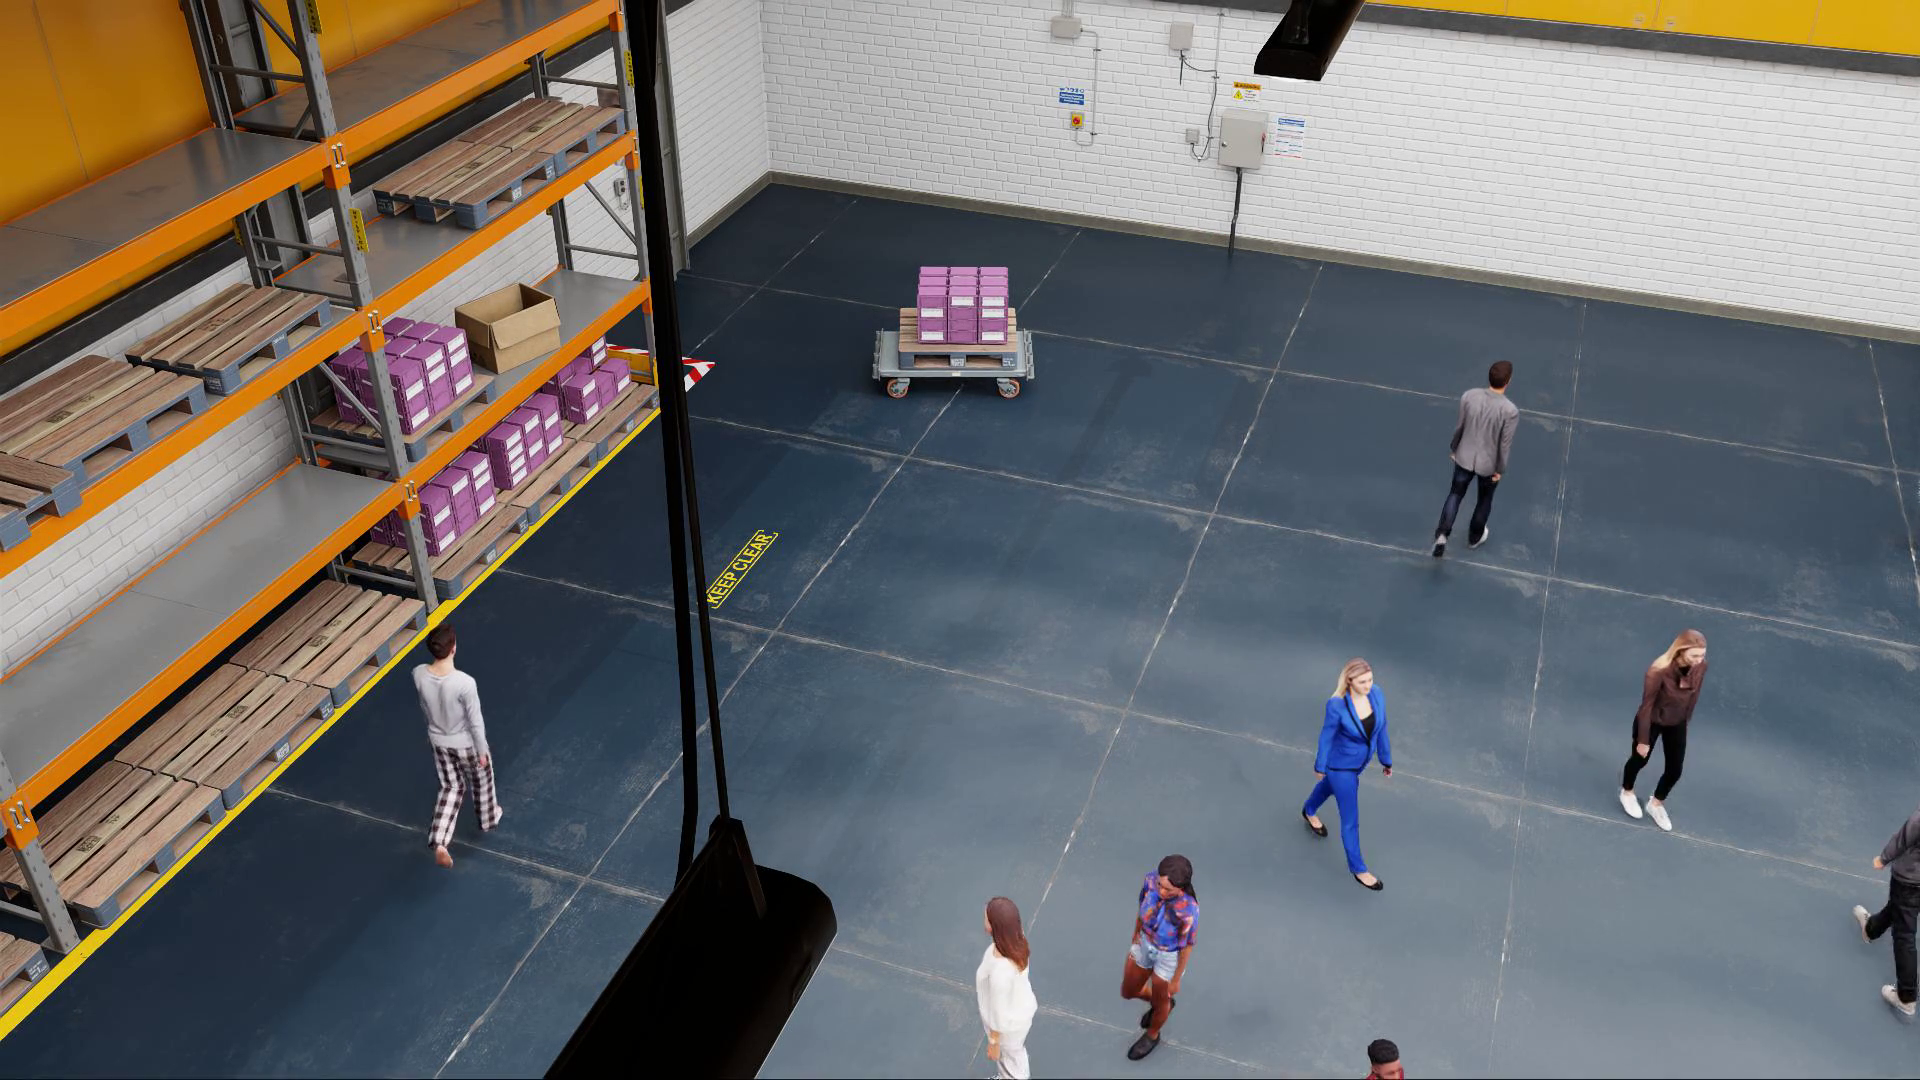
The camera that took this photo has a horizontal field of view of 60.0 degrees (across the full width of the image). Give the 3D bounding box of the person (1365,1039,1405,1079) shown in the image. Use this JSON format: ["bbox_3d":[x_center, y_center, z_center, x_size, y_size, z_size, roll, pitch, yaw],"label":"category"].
[{"bbox_3d":[2.188,3.131,9.043,0.866,1.228,0.884,-18,38,-25],"label":"person"}]

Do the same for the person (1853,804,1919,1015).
[{"bbox_3d":[5.887,2.111,10.131,0.905,1.723,1.217,0,34,-1],"label":"person"}]

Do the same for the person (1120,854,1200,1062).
[{"bbox_3d":[1.243,2.398,9.698,0.839,1.724,0.798,-20,39,-27],"label":"person"}]

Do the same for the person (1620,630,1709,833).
[{"bbox_3d":[4.794,1.222,11.506,0.762,1.681,0.800,-5,34,-7],"label":"person"}]

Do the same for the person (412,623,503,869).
[{"bbox_3d":[-3.404,1.395,11.116,0.713,1.826,1.030,8,34,11],"label":"person"}]

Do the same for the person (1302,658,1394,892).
[{"bbox_3d":[2.548,1.448,11.191,1.141,1.655,1.115,-20,38,-27],"label":"person"}]

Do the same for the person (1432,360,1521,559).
[{"bbox_3d":[4.379,-0.645,14.160,0.866,1.853,1.133,21,39,29],"label":"person"}]

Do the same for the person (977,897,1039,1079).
[{"bbox_3d":[0.285,2.662,9.347,0.747,1.674,0.548,1,34,2],"label":"person"}]
